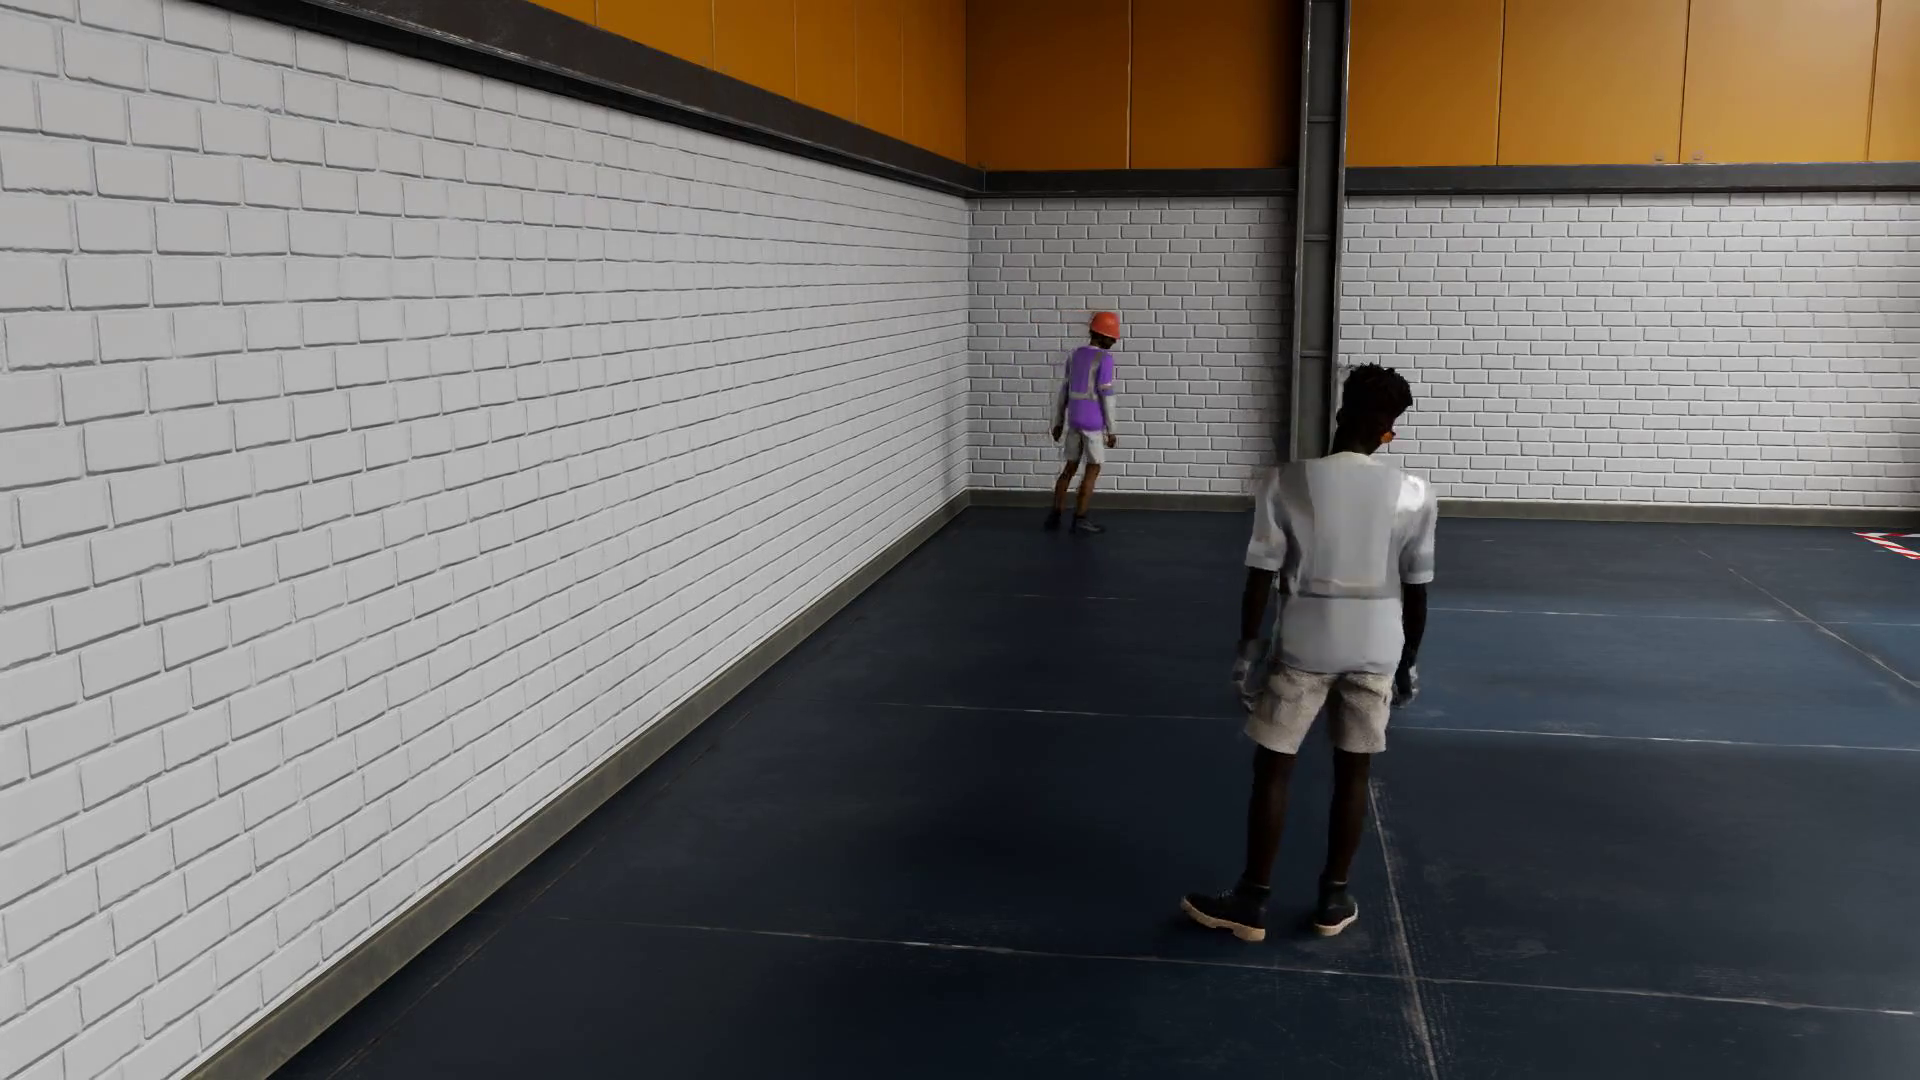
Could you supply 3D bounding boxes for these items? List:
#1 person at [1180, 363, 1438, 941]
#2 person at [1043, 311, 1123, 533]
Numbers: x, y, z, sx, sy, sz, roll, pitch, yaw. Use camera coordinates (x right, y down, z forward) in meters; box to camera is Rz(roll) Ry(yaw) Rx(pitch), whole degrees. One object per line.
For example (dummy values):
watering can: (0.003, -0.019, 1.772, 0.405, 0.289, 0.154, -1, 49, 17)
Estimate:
person: (1.165, 0.373, 5.553, 0.822, 1.918, 0.387, 0, 9, -3)
person: (1.063, -0.990, 14.112, 0.504, 1.890, 0.660, -7, 11, -36)
